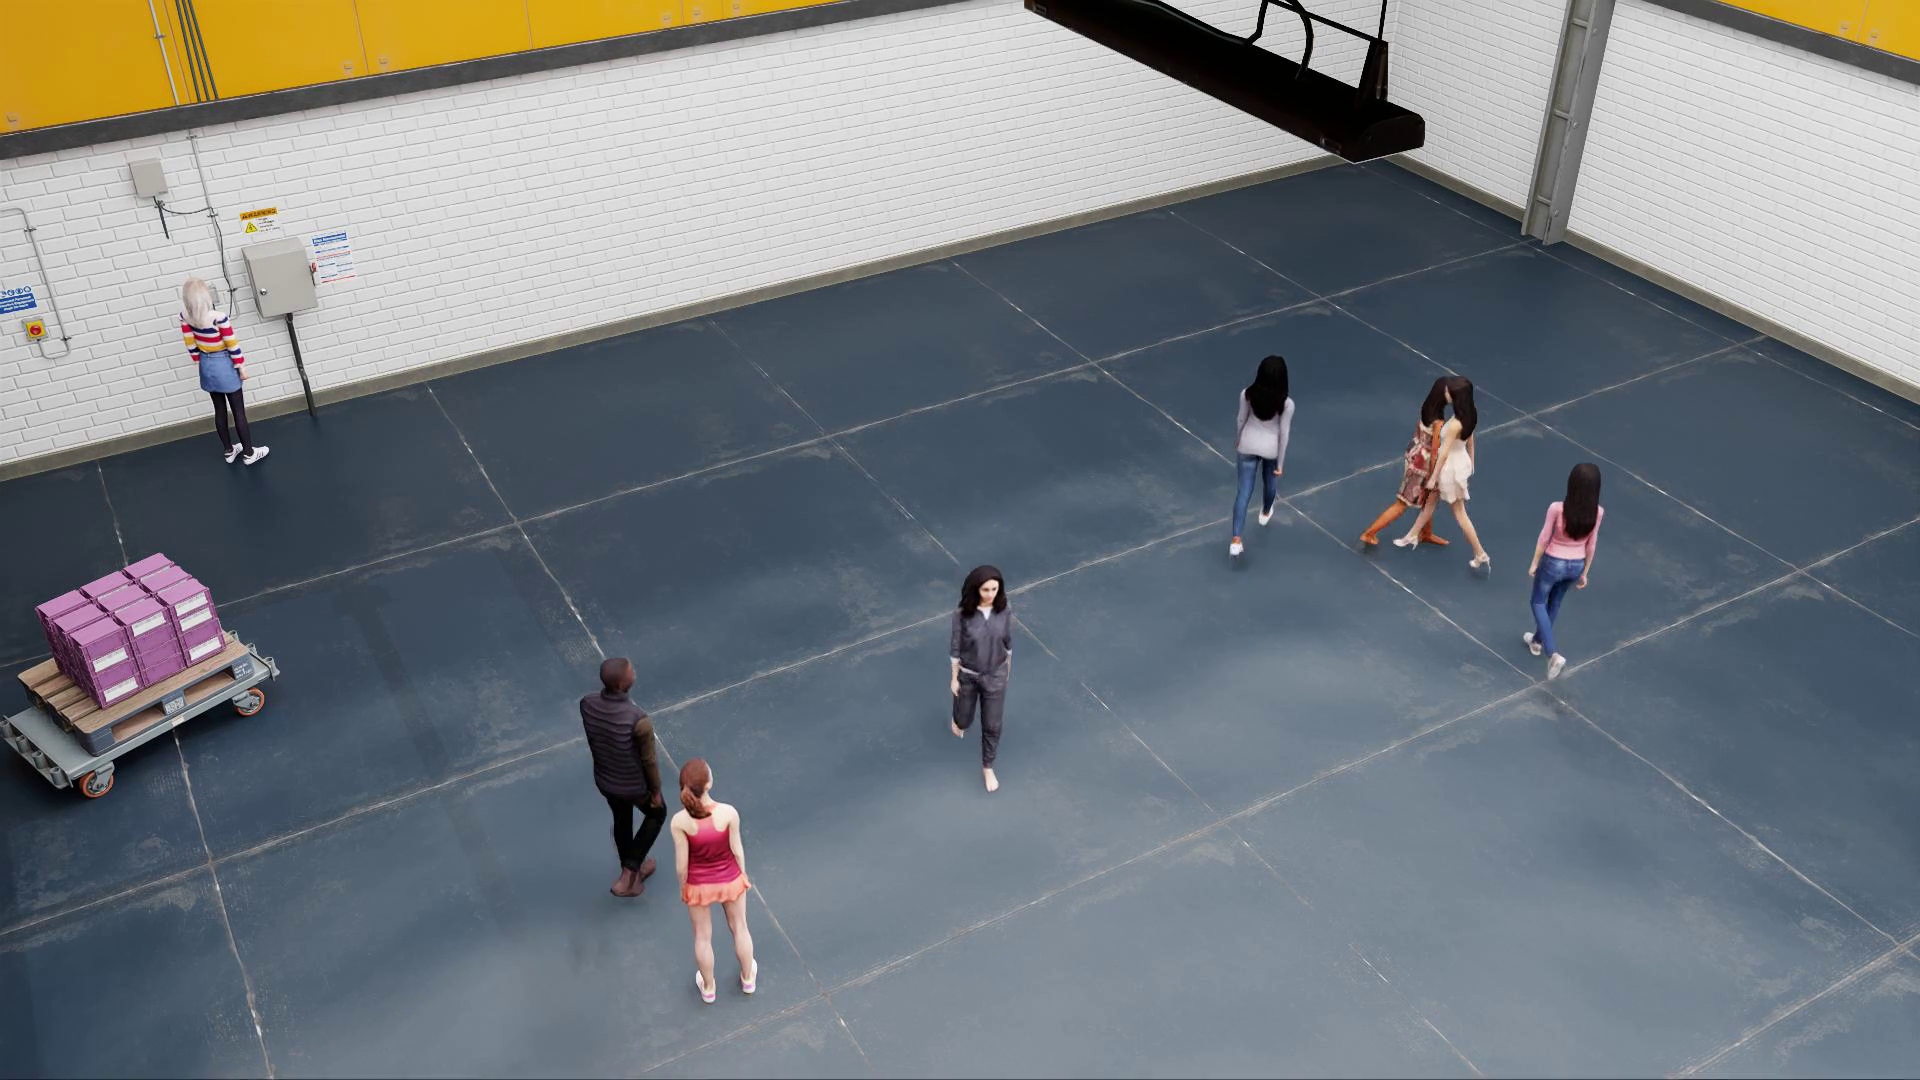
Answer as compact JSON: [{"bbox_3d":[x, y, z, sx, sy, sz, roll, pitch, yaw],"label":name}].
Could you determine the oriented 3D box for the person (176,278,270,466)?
[{"bbox_3d":[-6.570,-1.507,14.734,0.706,1.805,0.761,8,34,12],"label":"person"}]

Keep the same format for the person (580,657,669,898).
[{"bbox_3d":[-2.083,1.516,10.165,0.882,1.829,0.958,15,36,21],"label":"person"}]

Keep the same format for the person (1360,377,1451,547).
[{"bbox_3d":[3.680,-0.589,13.527,1.011,1.613,1.059,-2,34,-2],"label":"person"}]

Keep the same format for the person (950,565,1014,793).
[{"bbox_3d":[0.113,0.854,11.239,0.766,1.743,0.953,-7,34,-10],"label":"person"}]

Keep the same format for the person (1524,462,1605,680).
[{"bbox_3d":[4.411,0.238,12.178,0.878,1.729,1.048,1,34,1],"label":"person"}]

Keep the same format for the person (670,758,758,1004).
[{"bbox_3d":[-1.425,1.963,9.563,0.621,1.750,0.611,-8,34,-12],"label":"person"}]

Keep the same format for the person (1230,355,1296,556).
[{"bbox_3d":[2.412,-0.659,13.560,1.167,1.693,1.175,11,35,16],"label":"person"}]

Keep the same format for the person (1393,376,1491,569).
[{"bbox_3d":[4.020,-0.475,13.286,1.141,1.690,0.915,22,39,29],"label":"person"}]
